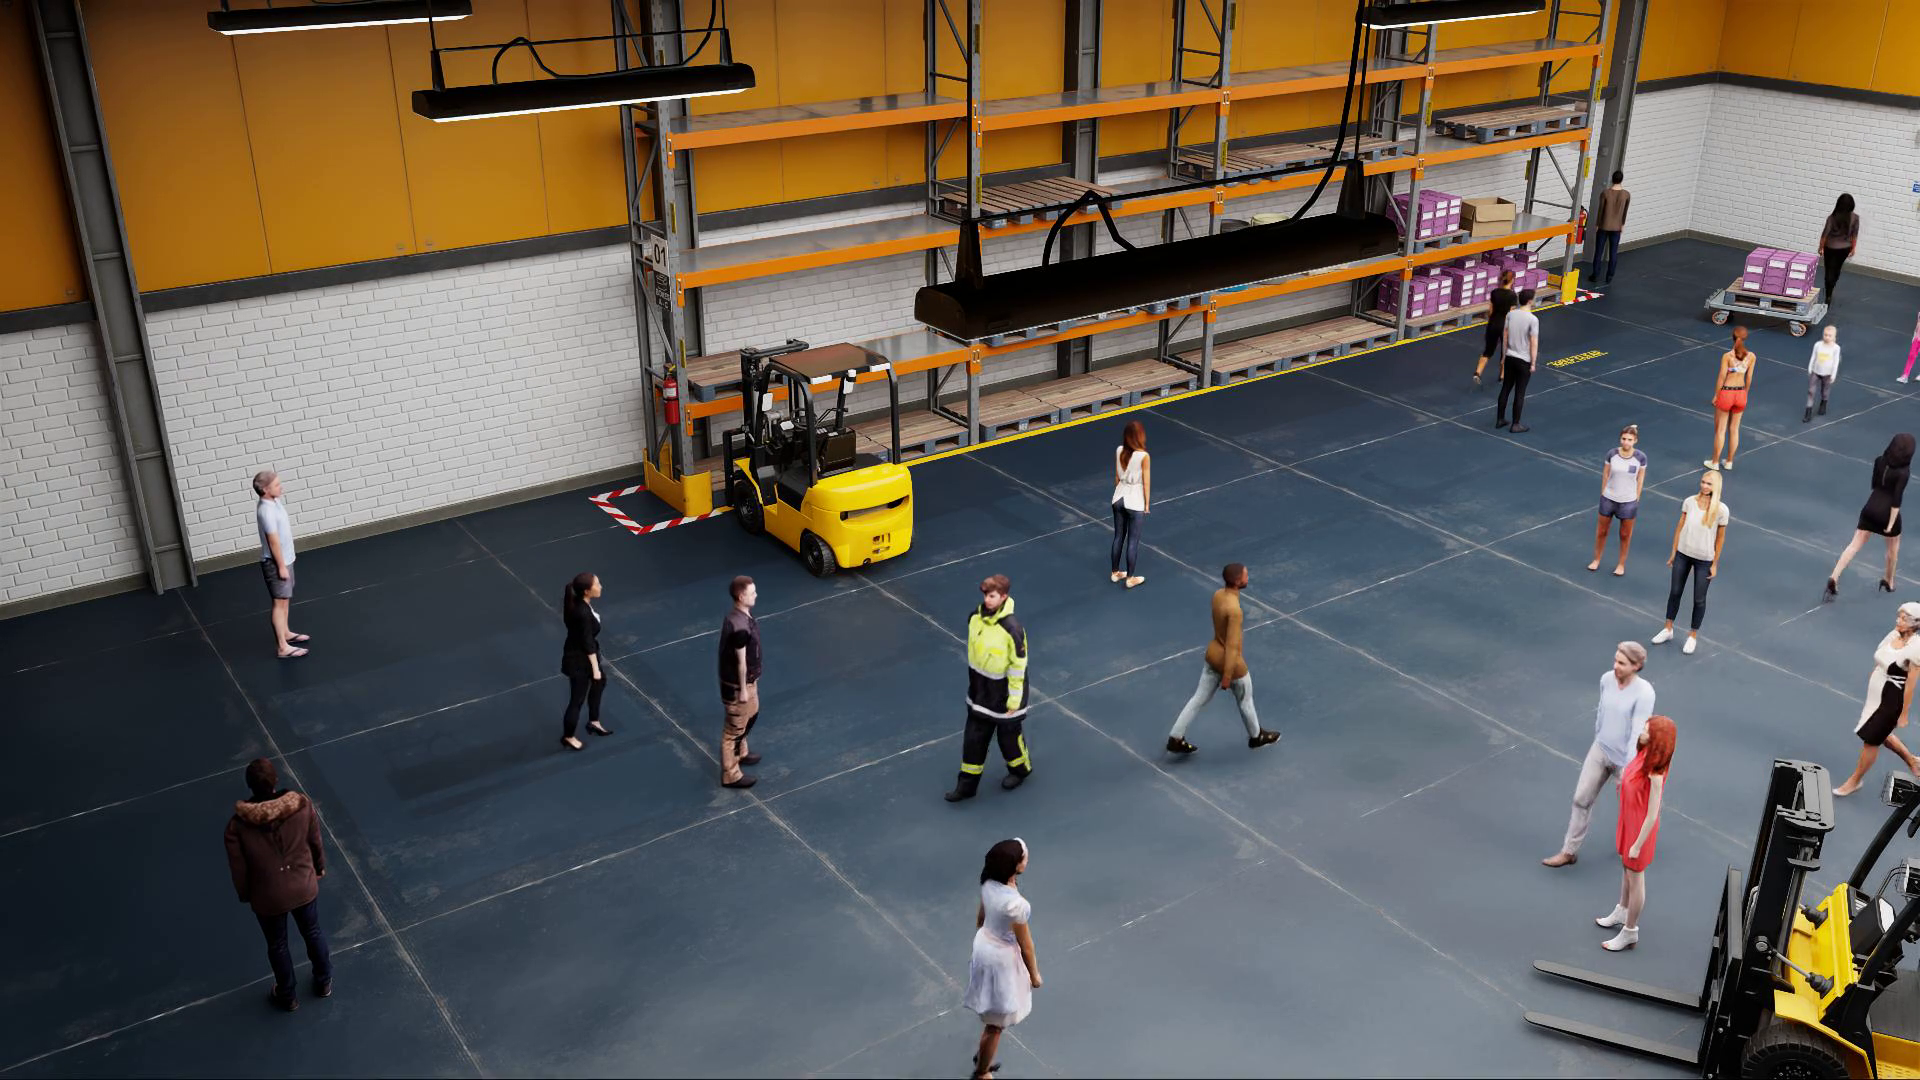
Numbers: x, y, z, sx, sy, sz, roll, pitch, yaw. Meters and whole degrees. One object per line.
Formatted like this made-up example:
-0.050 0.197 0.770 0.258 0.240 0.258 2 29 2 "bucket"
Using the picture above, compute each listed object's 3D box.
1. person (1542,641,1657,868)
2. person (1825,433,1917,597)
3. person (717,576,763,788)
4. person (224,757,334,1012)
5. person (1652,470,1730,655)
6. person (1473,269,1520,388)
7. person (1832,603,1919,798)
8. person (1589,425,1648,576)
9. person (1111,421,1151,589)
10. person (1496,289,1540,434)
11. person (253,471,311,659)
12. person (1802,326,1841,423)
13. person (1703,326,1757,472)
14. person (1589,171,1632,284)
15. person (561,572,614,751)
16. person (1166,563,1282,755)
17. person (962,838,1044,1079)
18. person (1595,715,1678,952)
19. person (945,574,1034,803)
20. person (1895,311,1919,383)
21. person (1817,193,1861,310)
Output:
4.987 1.617 12.438 1.264 1.854 0.778 -12 26 -25 "person"
9.156 -0.199 16.714 1.174 1.757 0.770 -8 25 -18 "person"
-1.834 1.127 13.588 0.782 1.832 0.791 -2 24 -6 "person"
-4.473 2.261 10.974 0.603 1.847 0.812 -17 29 -34 "person"
6.974 0.184 15.773 0.554 1.808 0.635 -21 31 -40 "person"
7.435 -2.903 23.045 0.714 1.640 1.095 21 31 40 "person"
7.507 1.309 13.292 1.104 1.735 0.988 1 24 3 "person"
6.903 -0.422 17.394 0.631 1.620 0.642 11 26 24 "person"
1.726 -0.374 17.082 0.625 1.784 0.600 18 30 36 "person"
7.191 -2.321 21.435 0.536 1.864 0.660 -15 28 -30 "person"
-6.455 0.202 15.707 0.670 1.829 0.702 -6 24 -12 "person"
11.388 -2.209 21.935 0.684 1.259 0.945 16 28 32 "person"
9.337 -1.711 20.132 0.621 1.789 0.713 -1 24 -1 "person"
11.059 -5.330 28.291 0.711 1.886 0.791 2 24 5 "person"
-3.282 1.047 14.021 0.766 1.631 0.705 -9 25 -19 "person"
2.109 1.051 13.847 1.332 1.763 0.909 -8 25 -18 "person"
0.153 2.663 10.128 0.837 1.787 0.738 -10 26 -22 "person"
4.716 2.018 11.557 0.712 1.825 0.648 5 24 10 "person"
0.357 1.158 13.365 1.131 1.953 0.912 -22 32 -40 "person"
13.567 -2.812 23.336 0.887 1.241 0.532 -14 27 -29 "person"
14.130 -4.609 26.738 1.107 1.809 1.144 3 24 7 "person"
